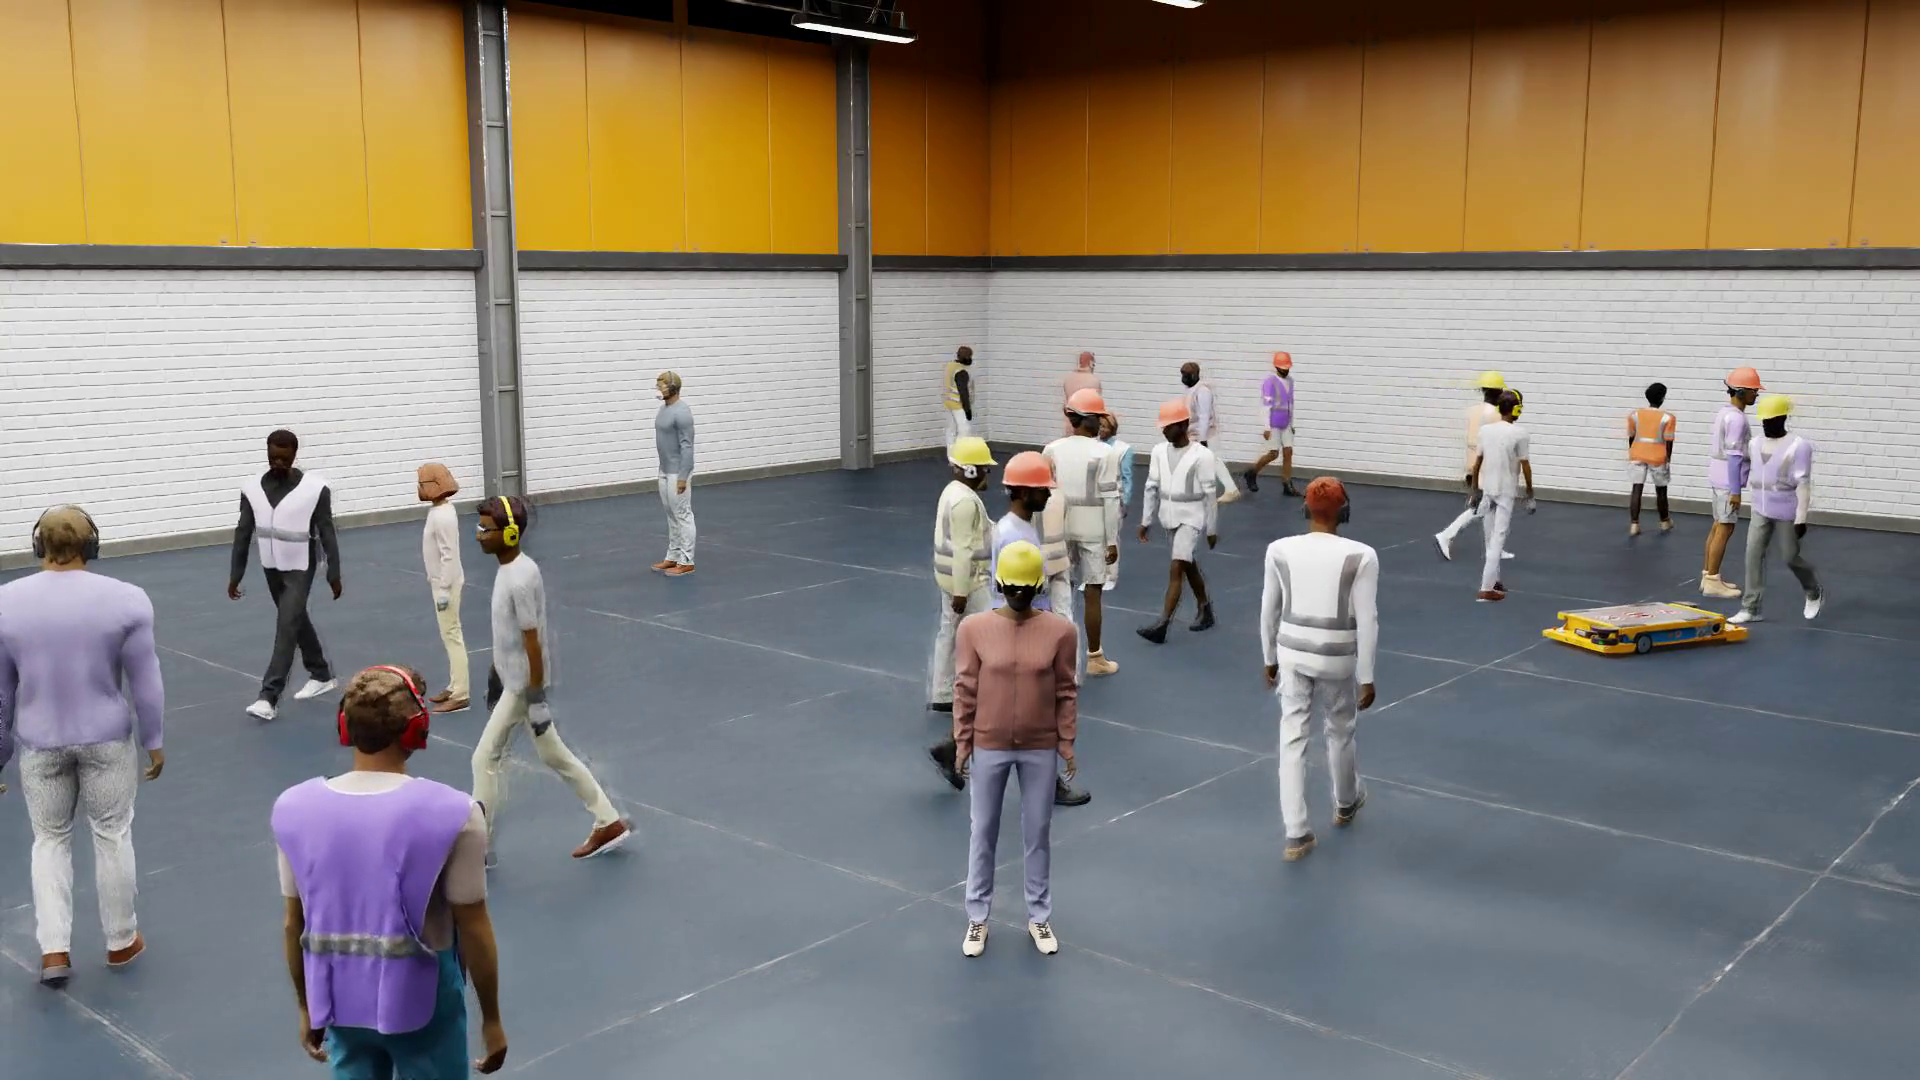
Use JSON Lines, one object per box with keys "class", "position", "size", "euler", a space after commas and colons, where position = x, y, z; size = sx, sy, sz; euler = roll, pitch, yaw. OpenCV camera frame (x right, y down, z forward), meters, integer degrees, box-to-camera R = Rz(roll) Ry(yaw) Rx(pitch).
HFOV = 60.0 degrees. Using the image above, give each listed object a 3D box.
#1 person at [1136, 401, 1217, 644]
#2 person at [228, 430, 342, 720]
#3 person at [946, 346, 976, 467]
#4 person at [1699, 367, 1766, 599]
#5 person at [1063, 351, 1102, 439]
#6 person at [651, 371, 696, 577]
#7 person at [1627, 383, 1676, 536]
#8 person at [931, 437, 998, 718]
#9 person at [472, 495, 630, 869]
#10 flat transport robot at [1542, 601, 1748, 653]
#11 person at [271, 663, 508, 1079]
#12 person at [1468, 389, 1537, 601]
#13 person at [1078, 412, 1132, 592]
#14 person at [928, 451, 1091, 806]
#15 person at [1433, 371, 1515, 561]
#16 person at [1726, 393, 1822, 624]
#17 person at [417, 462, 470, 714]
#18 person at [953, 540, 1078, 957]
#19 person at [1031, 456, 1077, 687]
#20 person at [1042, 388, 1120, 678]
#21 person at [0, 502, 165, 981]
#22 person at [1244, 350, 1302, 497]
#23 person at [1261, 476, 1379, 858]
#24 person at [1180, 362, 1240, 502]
{"class": "person", "position": [1.719, -0.149, 12.975], "size": [0.547, 1.873, 1.068], "euler": [9, 12, 43]}
{"class": "person", "position": [-4.386, 0.204, 10.789], "size": [0.619, 1.844, 1.036], "euler": [2, 9, 15]}
{"class": "person", "position": [0.012, -1.938, 24.407], "size": [0.434, 1.812, 0.736], "euler": [-1, 9, -8]}
{"class": "person", "position": [6.811, -0.503, 14.640], "size": [0.408, 2.036, 0.610], "euler": [3, 9, 17]}
{"class": "person", "position": [1.635, -1.476, 21.289], "size": [0.982, 1.863, 0.664], "euler": [-9, 13, -44]}
{"class": "person", "position": [-2.702, -0.627, 15.716], "size": [0.372, 1.941, 0.627], "euler": [-5, 10, -29]}
{"class": "person", "position": [7.585, -0.887, 18.222], "size": [0.542, 1.661, 0.747], "euler": [7, 12, 38]}
{"class": "person", "position": [0.138, 0.251, 10.581], "size": [0.730, 1.806, 0.611], "euler": [-1, 9, -9]}
{"class": "person", "position": [-2.056, 0.678, 7.917], "size": [0.968, 1.823, 0.530], "euler": [-3, 9, -15]}
{"class": "flat transport robot", "position": [5.287, 0.664, 12.827], "size": [1.431, 0.197, 0.652], "euler": [-4, 10, -22]}
{"class": "person", "position": [-1.475, 1.234, 4.357], "size": [0.569, 1.835, 0.421], "euler": [1, 9, 7]}
{"class": "person", "position": [4.772, -0.388, 14.498], "size": [0.657, 1.844, 0.495], "euler": [-5, 10, -29]}
{"class": "person", "position": [1.257, -0.328, 14.822], "size": [0.549, 1.620, 0.563], "euler": [4, 10, 24]}
{"class": "person", "position": [0.267, 0.475, 8.877], "size": [0.848, 1.914, 0.554], "euler": [1, 9, 4]}
{"class": "person", "position": [5.121, -0.726, 16.458], "size": [0.838, 1.904, 0.582], "euler": [-1, 9, -5]}
{"class": "person", "position": [6.721, -0.260, 13.565], "size": [0.892, 1.897, 0.599], "euler": [-4, 10, -24]}
{"class": "person", "position": [-3.359, 0.306, 10.811], "size": [0.266, 1.631, 0.507], "euler": [-3, 10, -18]}
{"class": "person", "position": [0.232, 0.865, 6.915], "size": [0.523, 1.760, 0.329], "euler": [-1, 9, -3]}
{"class": "person", "position": [0.515, 0.203, 11.564], "size": [0.507, 1.591, 0.836], "euler": [-8, 12, -41]}
{"class": "person", "position": [0.864, -0.049, 11.766], "size": [0.609, 2.040, 0.394], "euler": [6, 11, 35]}
{"class": "person", "position": [-3.549, 0.814, 6.688], "size": [0.657, 1.940, 0.382], "euler": [-3, 10, -19]}
{"class": "person", "position": [4.019, -1.498, 21.363], "size": [0.582, 1.892, 0.741], "euler": [-9, 13, -43]}
{"class": "person", "position": [1.819, 0.596, 8.324], "size": [0.606, 1.841, 0.923], "euler": [4, 10, 25]}
{"class": "person", "position": [3.041, -1.332, 20.682], "size": [0.960, 1.783, 0.659], "euler": [-3, 9, -17]}
